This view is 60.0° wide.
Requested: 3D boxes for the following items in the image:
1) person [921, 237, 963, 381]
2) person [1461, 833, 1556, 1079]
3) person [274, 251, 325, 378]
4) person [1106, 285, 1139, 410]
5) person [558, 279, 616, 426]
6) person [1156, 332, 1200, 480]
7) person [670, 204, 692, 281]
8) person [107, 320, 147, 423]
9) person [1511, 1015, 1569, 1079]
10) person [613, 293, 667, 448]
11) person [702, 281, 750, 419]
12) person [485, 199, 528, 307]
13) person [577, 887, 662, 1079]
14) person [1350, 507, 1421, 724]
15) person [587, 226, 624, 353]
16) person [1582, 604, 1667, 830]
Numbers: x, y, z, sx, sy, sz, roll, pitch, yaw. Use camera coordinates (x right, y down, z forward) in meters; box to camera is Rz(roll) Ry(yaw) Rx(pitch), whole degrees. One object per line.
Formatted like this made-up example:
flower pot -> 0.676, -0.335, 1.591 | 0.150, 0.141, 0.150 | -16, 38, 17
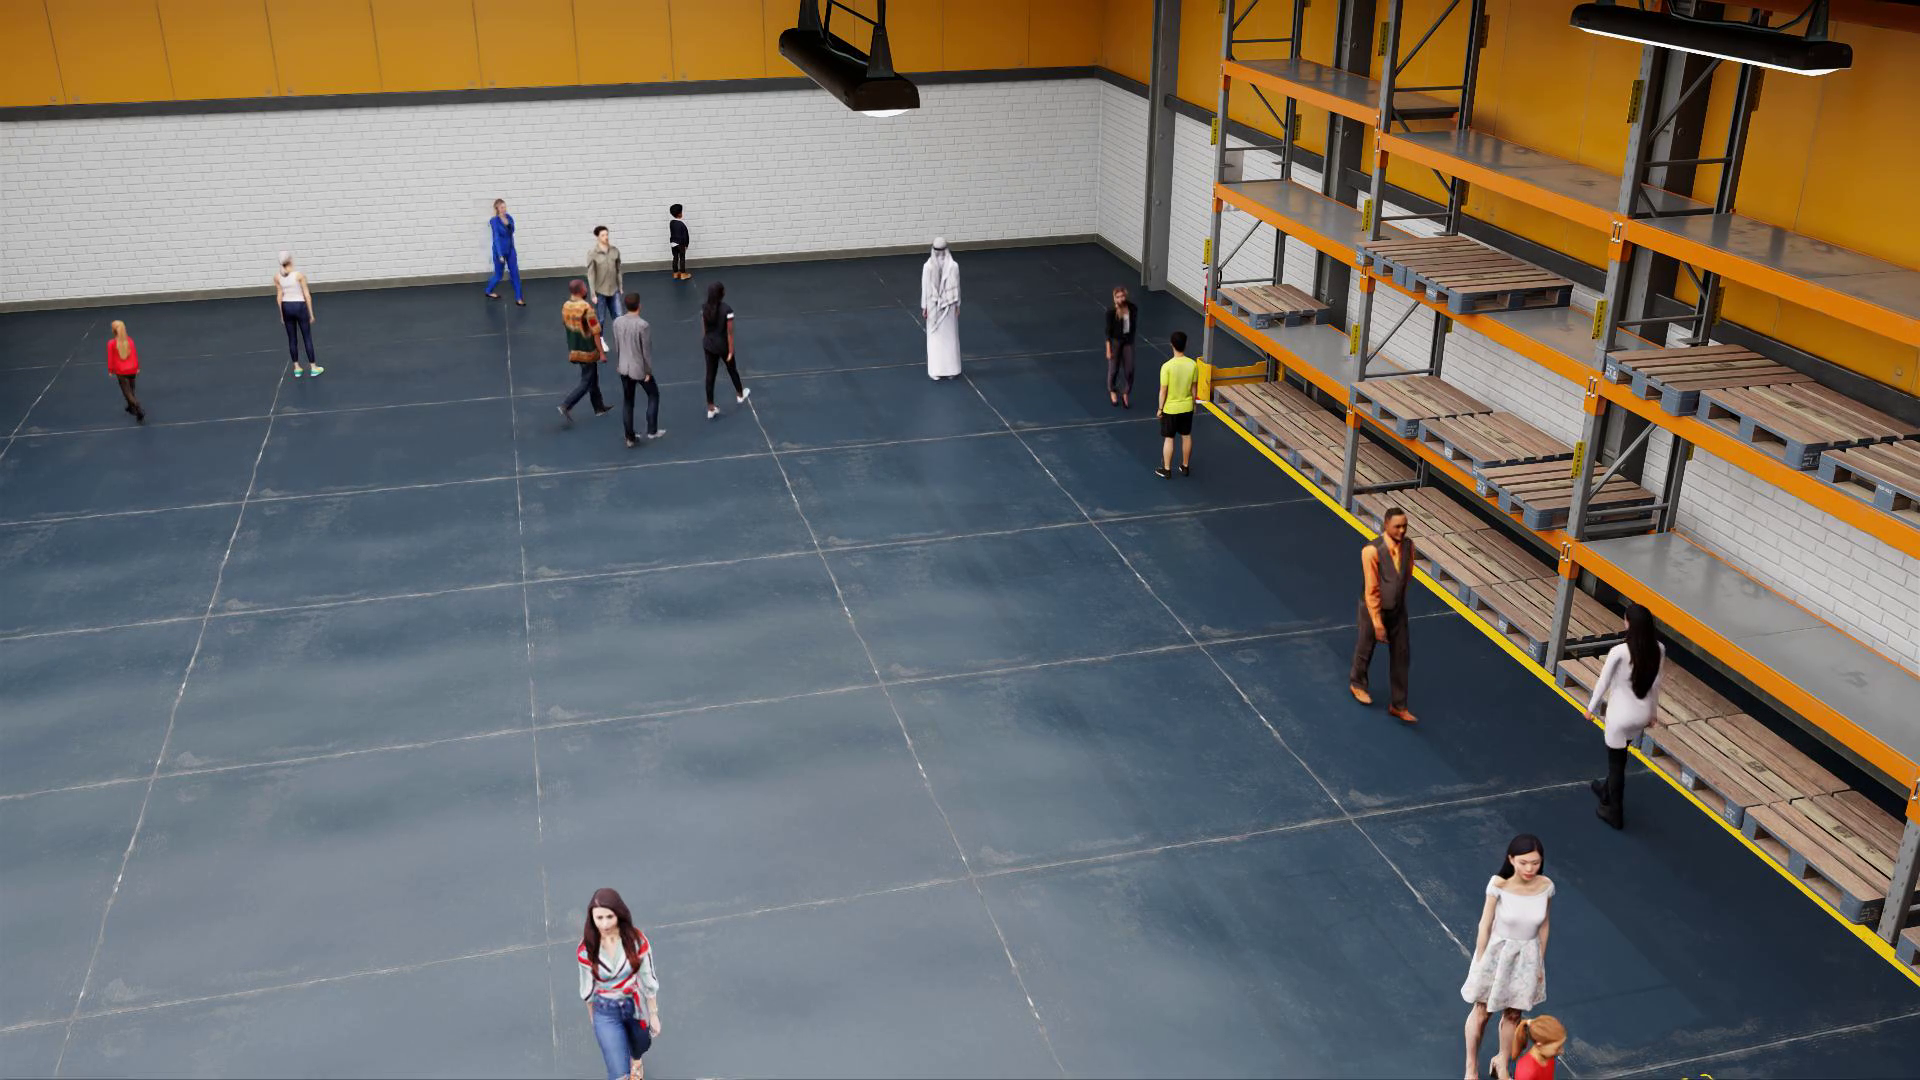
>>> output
person -> -0.248, -3.105, 22.291 | 0.736, 1.925, 0.673 | -2, 24, -5
person -> 3.192, 2.484, 9.695 | 0.706, 1.775, 0.706 | -1, 24, -2
person -> -8.973, -3.054, 22.452 | 0.646, 1.703, 0.609 | -1, 24, -2
person -> 2.038, -2.470, 21.194 | 0.596, 1.641, 0.677 | -9, 25, -20
person -> -4.731, -2.321, 20.676 | 1.170, 1.783, 1.123 | 20, 30, 38
person -> 2.492, -1.540, 18.987 | 0.613, 1.706, 0.512 | -6, 24, -13
person -> -4.621, -4.898, 27.271 | 0.571, 1.223, 0.636 | 14, 27, 30
person -> -10.431, -2.105, 20.824 | 0.934, 1.268, 0.817 | 16, 29, 33
person -> 2.978, 3.074, 8.969 | 0.966, 1.274, 0.811 | 19, 30, 37
person -> -3.917, -2.002, 19.862 | 0.885, 1.850, 0.942 | 7, 24, 15
person -> -3.080, -2.369, 20.899 | 1.014, 1.693, 1.205 | 7, 24, 15
person -> -7.088, -4.421, 25.634 | 1.099, 1.659, 1.009 | 12, 26, 25
person -> -1.928, 2.654, 9.546 | 0.592, 1.582, 1.028 | -6, 24, -13
person -> 3.483, 0.558, 13.980 | 0.700, 1.872, 1.052 | -8, 25, -18
person -> -4.991, -3.470, 23.252 | 0.982, 1.825, 1.279 | -16, 28, -33
person -> 4.958, 1.343, 12.280 | 0.637, 1.794, 0.768 | -5, 24, -12
